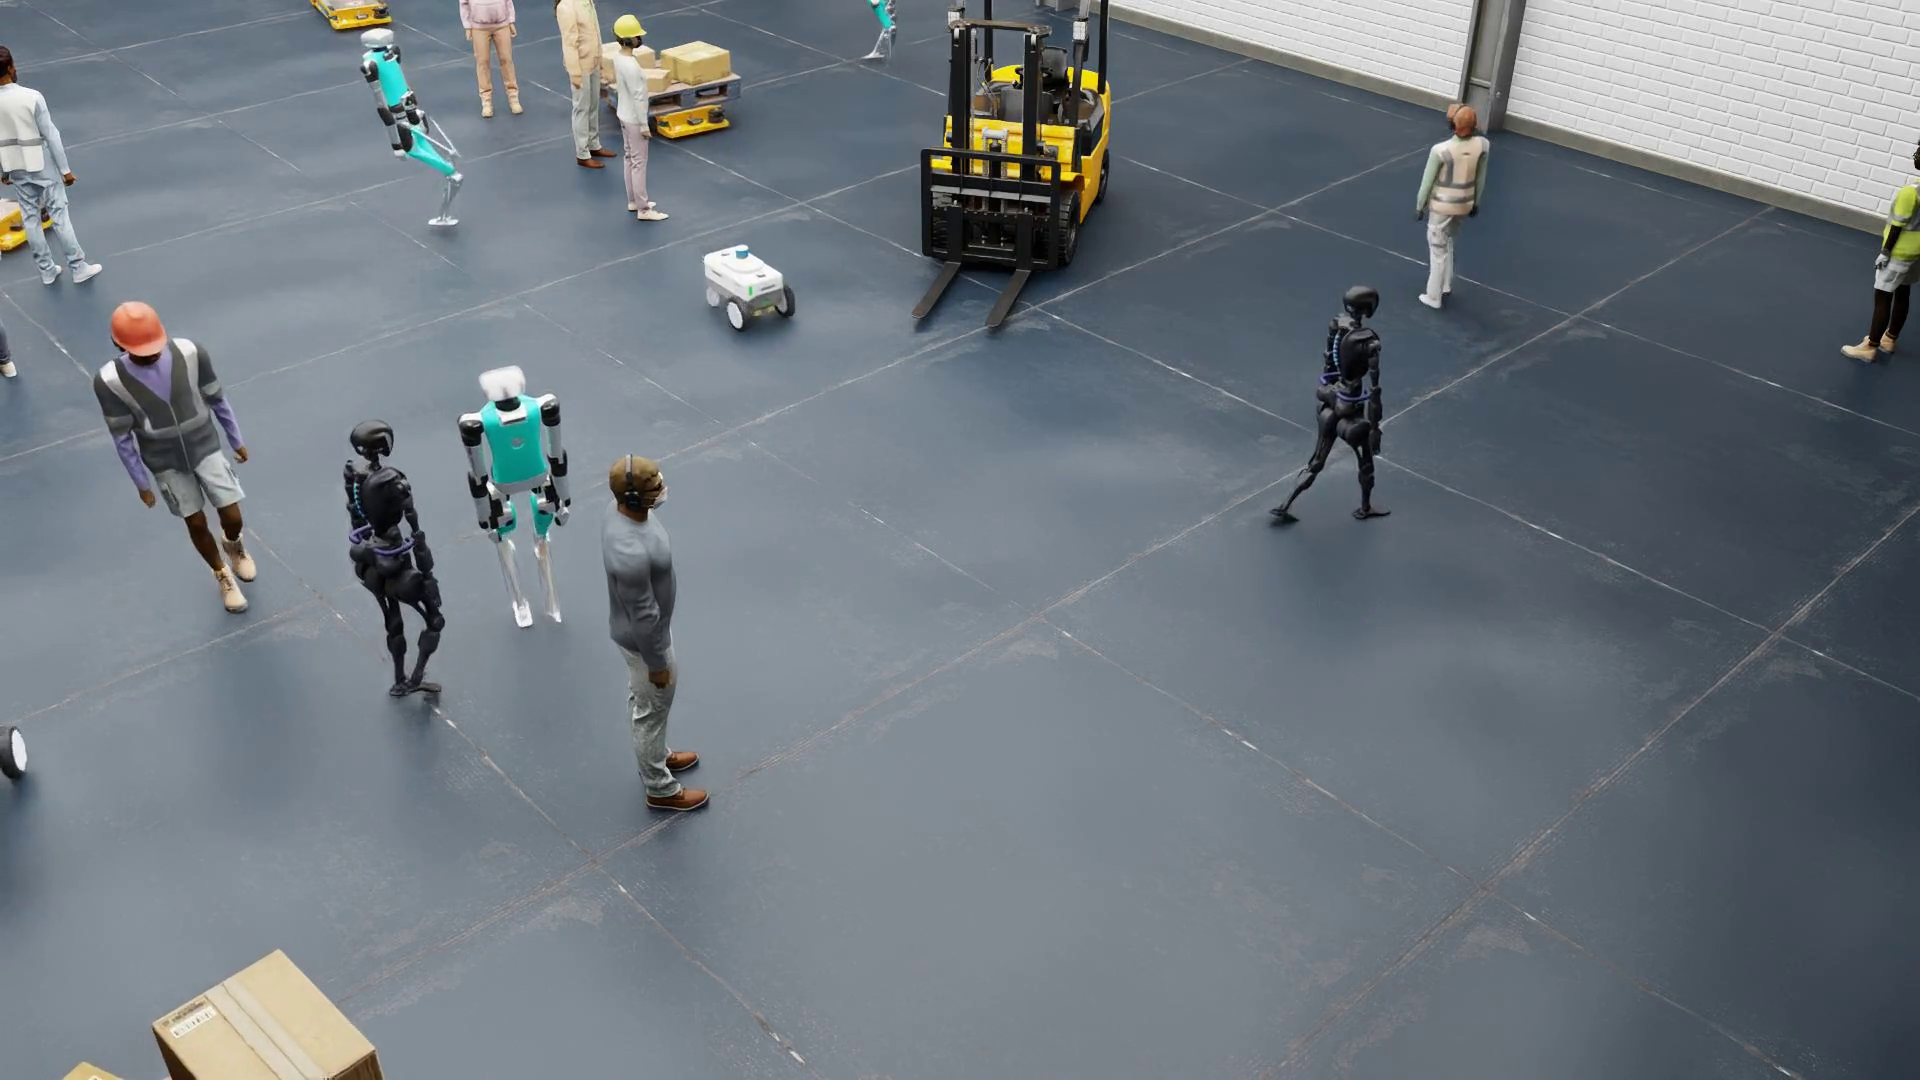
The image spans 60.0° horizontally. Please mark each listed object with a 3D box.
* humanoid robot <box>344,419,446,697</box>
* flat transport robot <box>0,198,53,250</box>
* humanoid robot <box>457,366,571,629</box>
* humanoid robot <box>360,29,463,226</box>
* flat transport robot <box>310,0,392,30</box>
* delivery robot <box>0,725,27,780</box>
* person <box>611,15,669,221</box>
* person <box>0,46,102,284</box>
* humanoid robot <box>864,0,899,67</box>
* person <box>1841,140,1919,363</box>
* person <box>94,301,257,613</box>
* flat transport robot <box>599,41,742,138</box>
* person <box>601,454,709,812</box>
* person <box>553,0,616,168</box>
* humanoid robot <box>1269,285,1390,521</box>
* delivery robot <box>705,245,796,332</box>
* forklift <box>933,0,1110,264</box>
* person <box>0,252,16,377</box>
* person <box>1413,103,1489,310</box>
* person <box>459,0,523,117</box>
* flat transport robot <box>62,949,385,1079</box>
[{"bbox_3d":[-2.988,0.109,8.721,0.593,1.648,0.340,20,38,28],"label":"humanoid robot"},{"bbox_3d":[-8.683,-2.752,14.402,1.431,0.231,0.659,6,33,9],"label":"flat transport robot"},{"bbox_3d":[-2.472,-0.249,9.227,0.548,1.774,0.831,-16,36,-23],"label":"humanoid robot"},{"bbox_3d":[-4.511,-3.410,14.081,0.819,1.770,0.543,5,33,7],"label":"humanoid robot"},{"bbox_3d":[-7.387,-6.464,20.109,0.659,0.231,1.431,-17,37,-25],"label":"flat transport robot"},{"bbox_3d":[-4.955,1.134,8.162,0.499,0.587,0.772,-10,34,-15],"label":"delivery robot"},{"bbox_3d":[-2.804,-3.654,14.417,0.311,1.768,0.522,-15,36,-21],"label":"person"},{"bbox_3d":[-7.376,-2.956,13.205,0.587,1.920,0.392,0,33,0],"label":"person"},{"bbox_3d":[-0.876,-5.950,18.075,0.770,1.879,0.534,-17,37,-24],"label":"humanoid robot"},{"bbox_3d":[6.880,-2.117,12.123,0.534,1.693,0.320,-21,38,-28],"label":"person"},{"bbox_3d":[-4.320,-0.447,9.269,0.657,2.003,0.516,-20,38,-28],"label":"person"},{"bbox_3d":[-2.980,-4.431,16.984,0.659,0.231,1.431,-20,38,-28],"label":"flat transport robot"},{"bbox_3d":[-1.485,0.443,7.963,0.371,1.940,0.627,-8,34,-11],"label":"person"},{"bbox_3d":[-3.523,-4.437,15.522,0.390,1.874,0.565,7,34,11],"label":"person"},{"bbox_3d":[2.352,-0.818,10.206,0.791,1.645,0.600,-12,35,-18],"label":"humanoid robot"},{"bbox_3d":[-1.675,-1.995,12.986,0.499,0.604,0.808,-23,40,-31],"label":"delivery robot"},{"bbox_3d":[0.570,-3.725,14.138,1.214,2.155,2.313,9,34,13],"label":"forklift"},{"bbox_3d":[-7.136,-1.944,11.695,0.421,1.865,0.811,19,38,27],"label":"person"},{"bbox_3d":[3.761,-2.593,12.903,0.537,1.623,0.441,-12,35,-17],"label":"person"},{"bbox_3d":[-4.742,-5.189,16.758,0.535,1.783,0.397,-12,35,-17],"label":"person"},{"bbox_3d":[-2.784,2.568,6.225,1.431,0.231,0.659,27,42,35],"label":"flat transport robot"}]
